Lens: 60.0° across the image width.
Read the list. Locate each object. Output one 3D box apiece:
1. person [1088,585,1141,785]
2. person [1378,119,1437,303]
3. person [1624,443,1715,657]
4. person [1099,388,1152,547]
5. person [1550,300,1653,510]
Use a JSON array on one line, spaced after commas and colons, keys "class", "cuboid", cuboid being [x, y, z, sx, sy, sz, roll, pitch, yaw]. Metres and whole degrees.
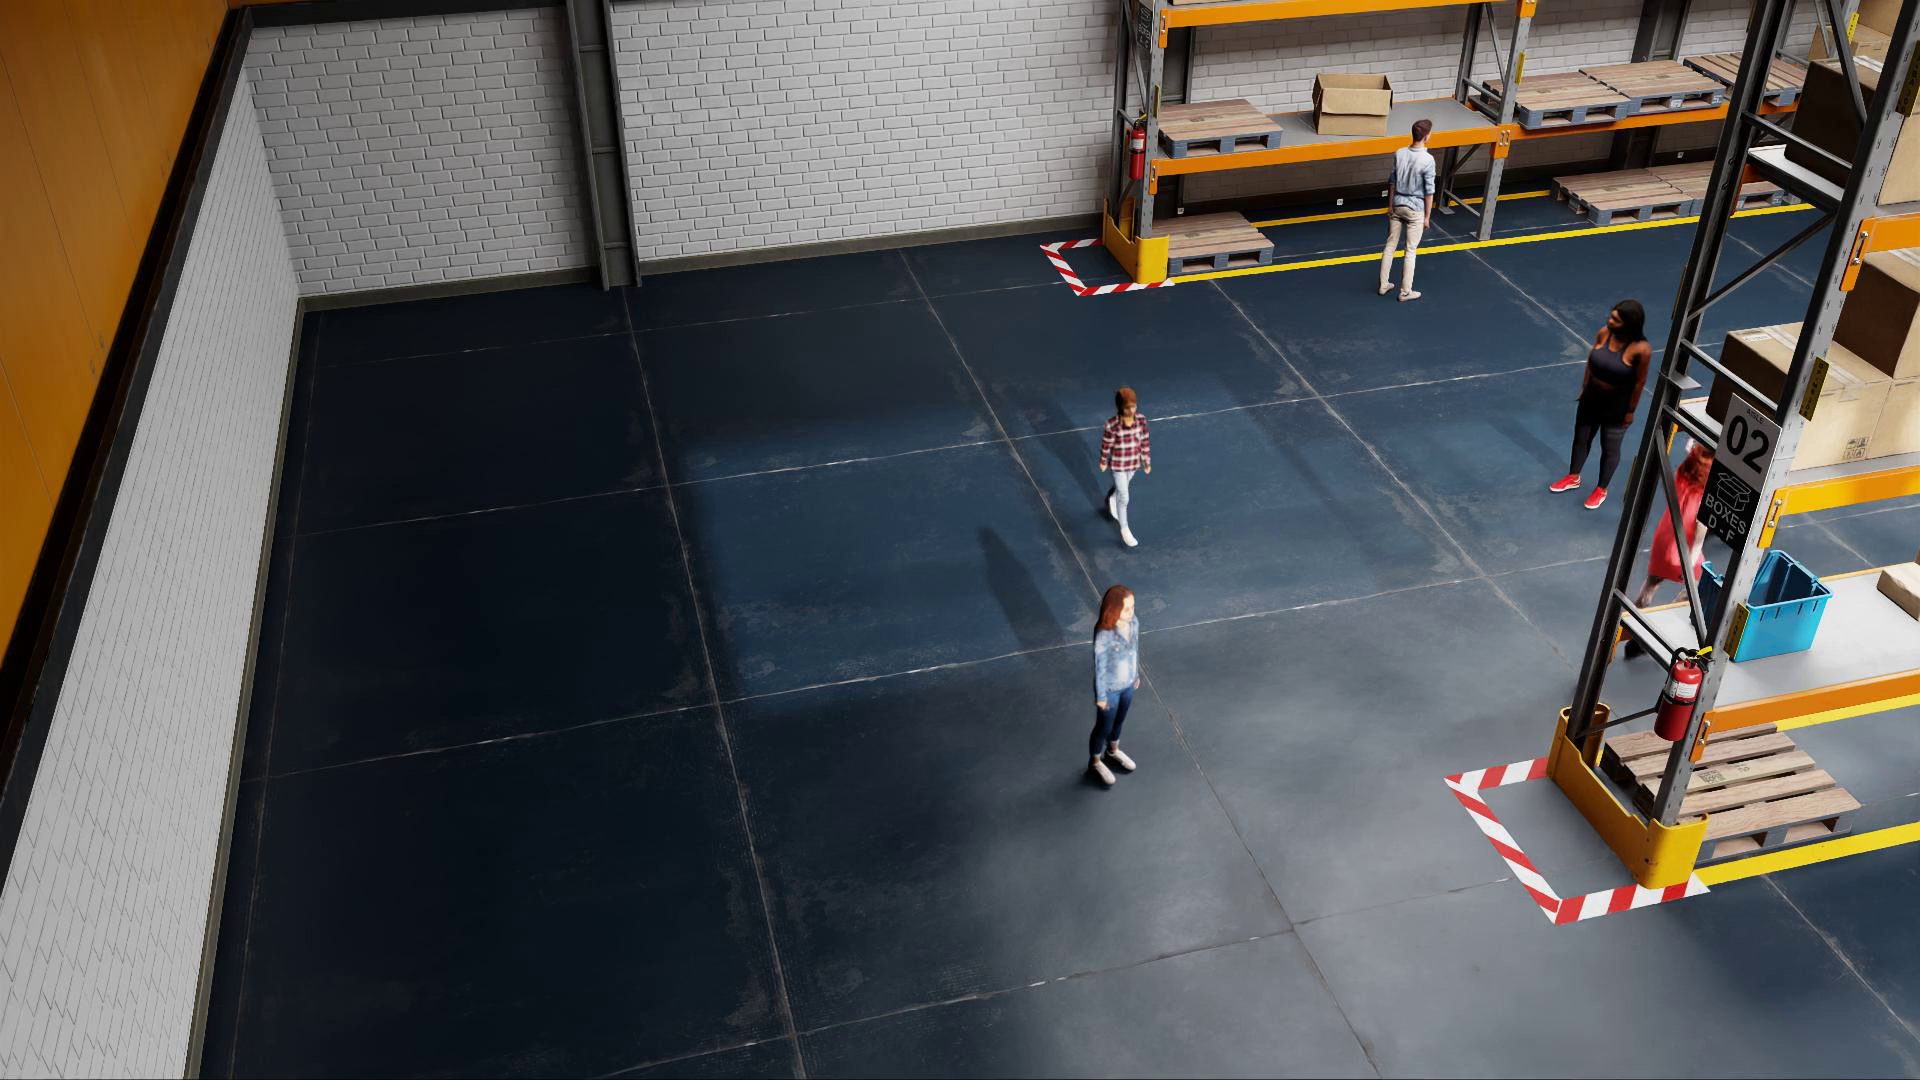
[{"class": "person", "cuboid": [0.986, 0.901, 10.677, 0.687, 1.474, 0.594, 26, 41, 33]}, {"class": "person", "cuboid": [4.493, -3.317, 16.687, 0.710, 1.846, 0.727, -28, 43, -35]}, {"class": "person", "cuboid": [4.912, 0.093, 11.587, 0.673, 1.811, 0.673, -14, 36, -20]}, {"class": "person", "cuboid": [1.276, -0.658, 13.197, 0.881, 1.281, 0.690, -14, 36, -20]}, {"class": "person", "cuboid": [5.235, -1.130, 13.425, 0.741, 1.814, 0.746, -22, 39, -29]}]
